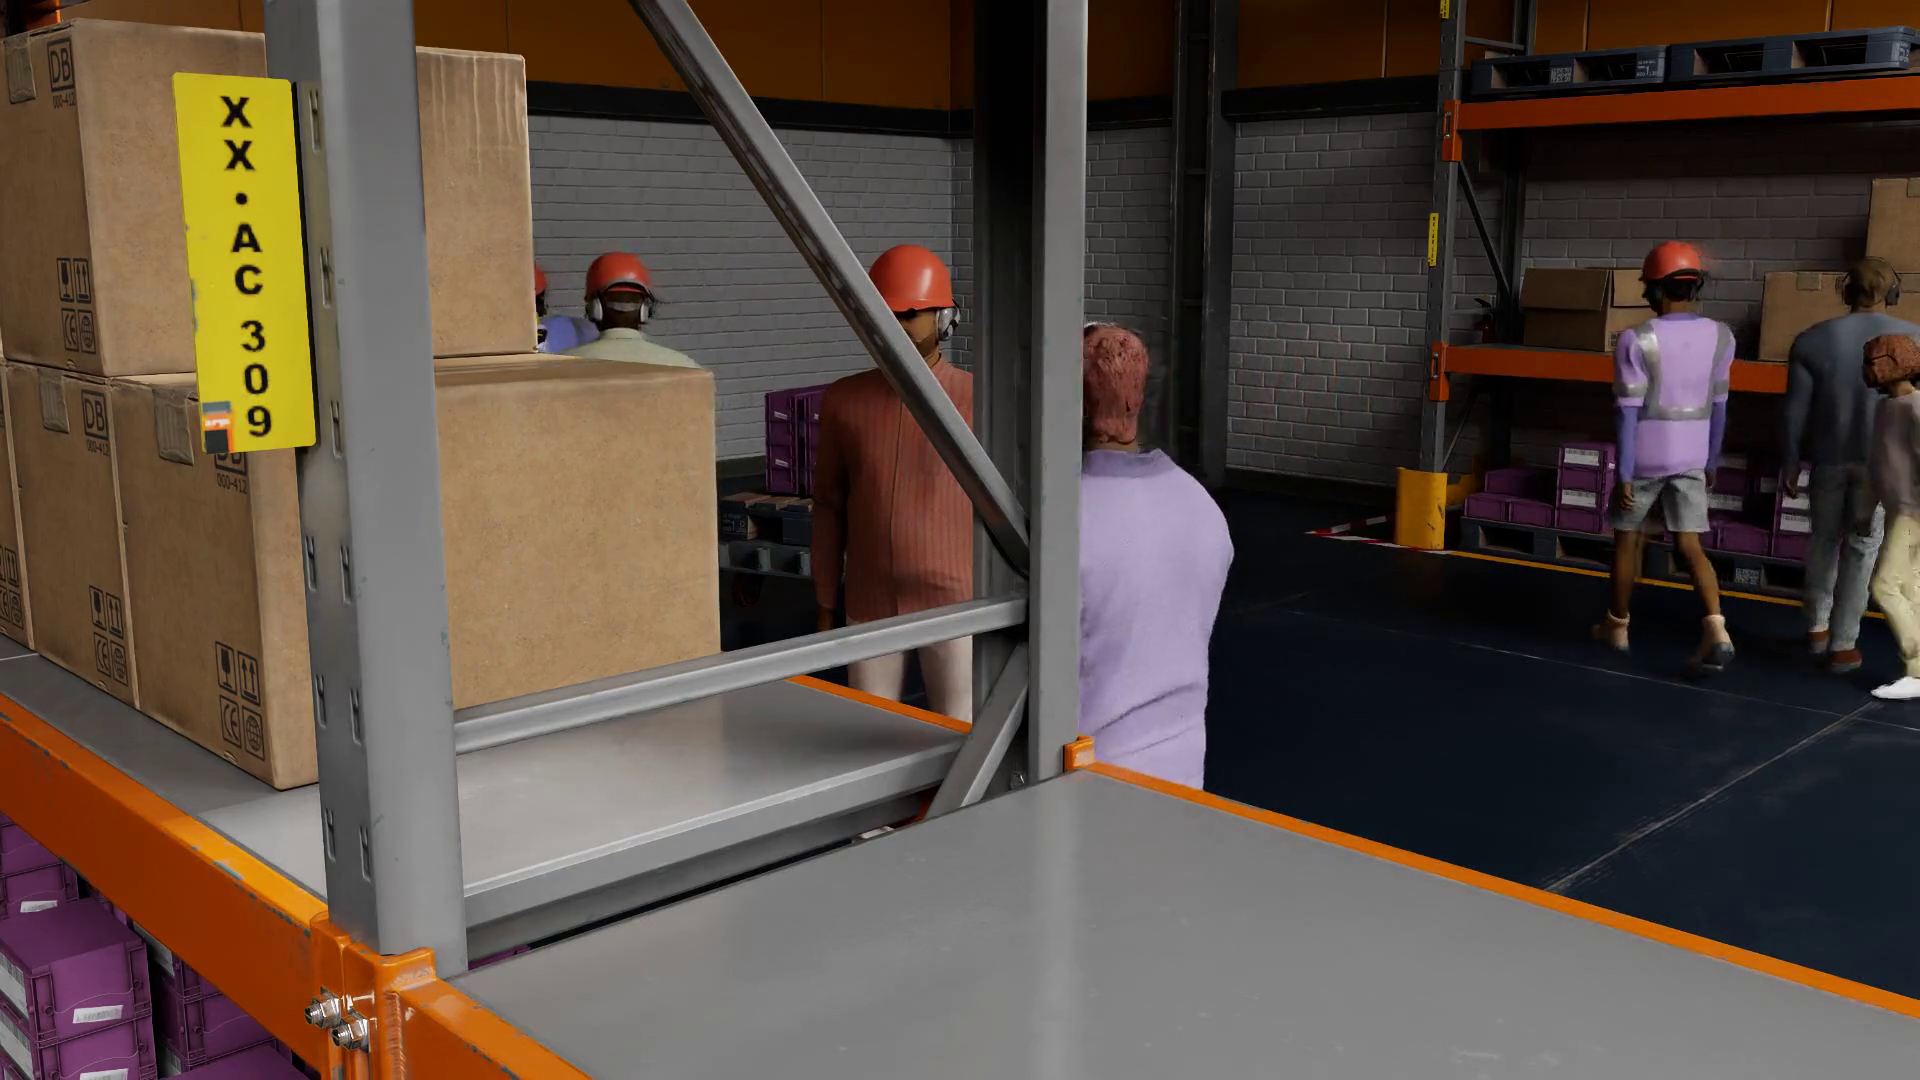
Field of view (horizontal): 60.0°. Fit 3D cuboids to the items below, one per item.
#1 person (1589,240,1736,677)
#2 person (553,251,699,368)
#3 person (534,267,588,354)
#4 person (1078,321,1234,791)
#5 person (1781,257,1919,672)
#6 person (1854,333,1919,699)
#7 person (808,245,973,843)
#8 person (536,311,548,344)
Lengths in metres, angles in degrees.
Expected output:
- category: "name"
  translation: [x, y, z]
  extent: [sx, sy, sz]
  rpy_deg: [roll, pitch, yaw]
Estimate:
- category: "person"
  translation: [3.319, -0.383, 7.751]
  extent: [0.617, 2.013, 0.998]
  rpy_deg: [-1, 10, -7]
- category: "person"
  translation: [-1.249, -0.065, 6.129]
  extent: [0.621, 1.965, 0.461]
  rpy_deg: [-4, 11, -18]
- category: "person"
  translation: [-2.221, -0.567, 9.071]
  extent: [0.535, 1.875, 0.629]
  rpy_deg: [5, 11, 23]
- category: "person"
  translation: [0.219, 0.498, 3.332]
  extent: [0.665, 1.851, 0.994]
  rpy_deg: [-10, 14, -42]
- category: "person"
  translation: [4.276, -0.365, 7.860]
  extent: [0.650, 1.913, 0.745]
  rpy_deg: [9, 14, 41]
- category: "person"
  translation: [4.128, -0.096, 7.257]
  extent: [0.472, 1.598, 0.518]
  rpy_deg: [3, 11, 15]
- category: "person"
  translation: [-0.133, 0.178, 4.696]
  extent: [0.621, 1.994, 0.381]
  rpy_deg: [2, 11, 13]
- category: "person"
  translation: [-1.593, 0.013, 6.043]
  extent: [0.404, 1.829, 0.600]
  rpy_deg: [2, 11, 11]
